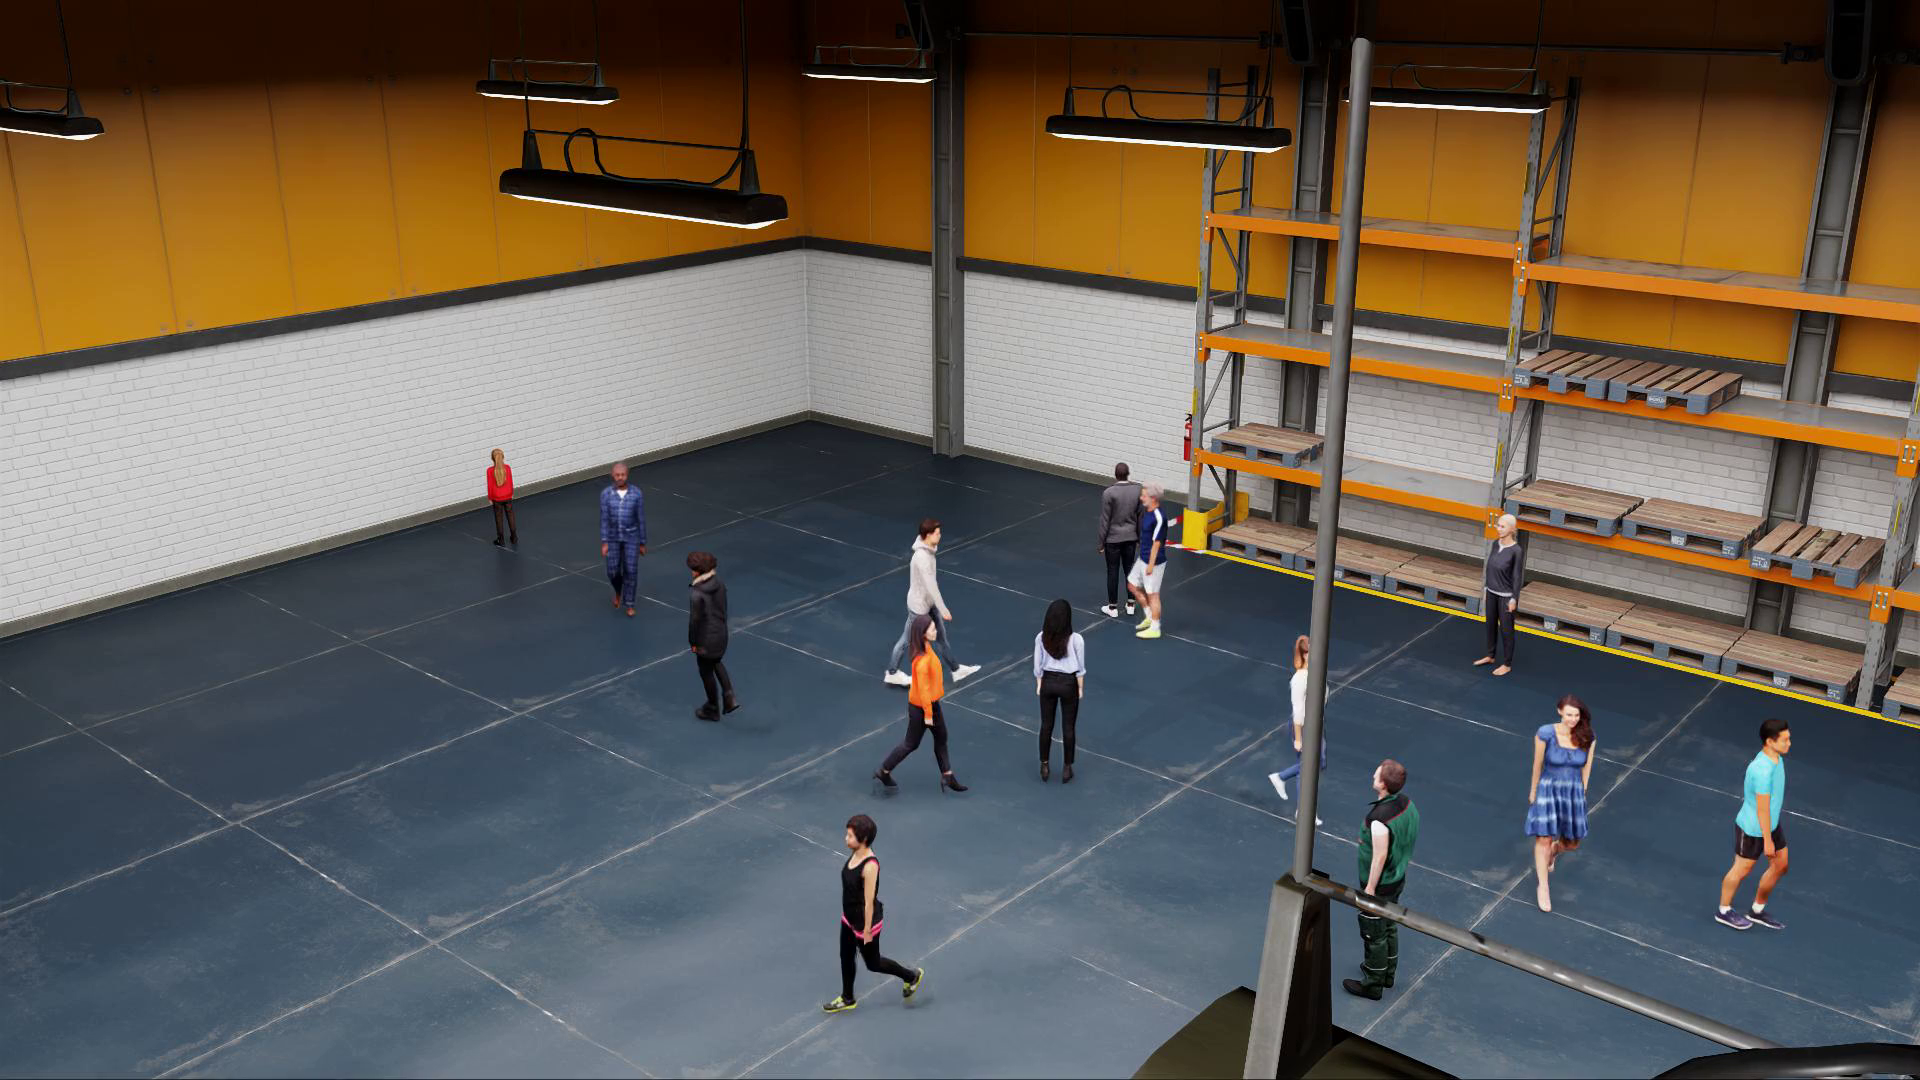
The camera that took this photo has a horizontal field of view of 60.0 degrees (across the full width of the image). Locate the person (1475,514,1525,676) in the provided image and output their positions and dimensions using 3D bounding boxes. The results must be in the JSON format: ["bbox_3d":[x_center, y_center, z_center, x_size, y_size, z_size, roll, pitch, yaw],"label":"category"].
[{"bbox_3d":[5.748,0.543,17.596,0.754,1.726,0.605,-9,21,-25],"label":"person"}]

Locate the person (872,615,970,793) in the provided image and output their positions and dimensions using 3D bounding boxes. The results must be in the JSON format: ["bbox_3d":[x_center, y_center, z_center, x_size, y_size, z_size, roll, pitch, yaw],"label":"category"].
[{"bbox_3d":[-0.412,1.495,14.792,1.191,1.711,1.052,1,19,3],"label":"person"}]

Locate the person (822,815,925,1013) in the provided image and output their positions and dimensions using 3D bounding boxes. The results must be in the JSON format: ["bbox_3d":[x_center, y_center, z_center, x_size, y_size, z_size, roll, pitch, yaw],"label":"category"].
[{"bbox_3d":[-0.611,2.634,11.693,0.900,1.530,0.966,-7,20,-19],"label":"person"}]

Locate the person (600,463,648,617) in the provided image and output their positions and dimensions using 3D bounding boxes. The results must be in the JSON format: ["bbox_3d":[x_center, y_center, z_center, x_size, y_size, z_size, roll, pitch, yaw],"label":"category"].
[{"bbox_3d":[-3.903,-0.037,19.187,0.833,1.810,0.880,-4,19,-12],"label":"person"}]

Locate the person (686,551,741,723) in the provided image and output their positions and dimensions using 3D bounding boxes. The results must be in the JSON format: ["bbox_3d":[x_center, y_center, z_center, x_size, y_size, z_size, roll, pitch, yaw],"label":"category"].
[{"bbox_3d":[-2.377,0.967,16.281,0.738,1.761,0.664,12,22,32],"label":"person"}]

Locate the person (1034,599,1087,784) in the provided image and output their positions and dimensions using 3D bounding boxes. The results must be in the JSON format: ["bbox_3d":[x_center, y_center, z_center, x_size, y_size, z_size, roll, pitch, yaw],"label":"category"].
[{"bbox_3d":[0.902,1.366,15.126,0.636,1.744,0.773,5,19,15],"label":"person"}]

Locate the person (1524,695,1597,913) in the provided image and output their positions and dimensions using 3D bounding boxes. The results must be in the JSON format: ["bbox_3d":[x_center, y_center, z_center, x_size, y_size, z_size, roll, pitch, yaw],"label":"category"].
[{"bbox_3d":[4.673,2.028,13.081,0.901,1.793,0.939,1,19,4],"label":"person"}]

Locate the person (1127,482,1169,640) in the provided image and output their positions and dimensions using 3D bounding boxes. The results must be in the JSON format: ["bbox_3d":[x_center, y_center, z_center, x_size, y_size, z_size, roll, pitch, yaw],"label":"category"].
[{"bbox_3d":[2.194,0.217,18.409,0.815,1.825,0.738,-4,19,-11],"label":"person"}]

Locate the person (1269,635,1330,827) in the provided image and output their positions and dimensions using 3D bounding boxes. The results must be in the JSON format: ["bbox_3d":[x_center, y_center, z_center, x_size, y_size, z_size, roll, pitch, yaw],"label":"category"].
[{"bbox_3d":[2.926,1.634,14.387,0.811,1.706,0.619,16,24,39],"label":"person"}]

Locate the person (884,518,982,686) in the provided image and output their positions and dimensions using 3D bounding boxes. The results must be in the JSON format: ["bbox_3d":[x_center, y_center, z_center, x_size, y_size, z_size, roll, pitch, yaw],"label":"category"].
[{"bbox_3d":[-0.488,0.687,17.070,1.330,1.789,1.123,2,19,7],"label":"person"}]

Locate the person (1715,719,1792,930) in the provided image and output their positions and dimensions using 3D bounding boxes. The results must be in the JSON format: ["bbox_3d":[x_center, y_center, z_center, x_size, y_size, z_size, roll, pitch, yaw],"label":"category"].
[{"bbox_3d":[6.001,2.171,12.710,0.695,1.758,0.646,17,25,41],"label":"person"}]

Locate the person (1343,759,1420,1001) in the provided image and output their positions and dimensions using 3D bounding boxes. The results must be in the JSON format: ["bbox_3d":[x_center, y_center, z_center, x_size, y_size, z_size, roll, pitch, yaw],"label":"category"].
[{"bbox_3d":[3.006,2.407,11.878,0.548,1.842,0.628,14,23,36],"label":"person"}]

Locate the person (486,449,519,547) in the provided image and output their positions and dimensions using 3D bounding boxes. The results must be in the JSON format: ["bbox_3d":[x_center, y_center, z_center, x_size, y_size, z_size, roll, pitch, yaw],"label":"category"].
[{"bbox_3d":[-5.955,-0.564,21.582,0.538,1.281,0.541,-13,23,-35],"label":"person"}]

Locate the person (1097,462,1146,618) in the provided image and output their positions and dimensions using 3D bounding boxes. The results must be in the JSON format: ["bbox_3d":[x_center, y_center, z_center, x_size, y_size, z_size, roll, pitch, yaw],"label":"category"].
[{"bbox_3d":[1.850,-0.007,19.088,0.805,1.816,0.802,-5,19,-15],"label":"person"}]
